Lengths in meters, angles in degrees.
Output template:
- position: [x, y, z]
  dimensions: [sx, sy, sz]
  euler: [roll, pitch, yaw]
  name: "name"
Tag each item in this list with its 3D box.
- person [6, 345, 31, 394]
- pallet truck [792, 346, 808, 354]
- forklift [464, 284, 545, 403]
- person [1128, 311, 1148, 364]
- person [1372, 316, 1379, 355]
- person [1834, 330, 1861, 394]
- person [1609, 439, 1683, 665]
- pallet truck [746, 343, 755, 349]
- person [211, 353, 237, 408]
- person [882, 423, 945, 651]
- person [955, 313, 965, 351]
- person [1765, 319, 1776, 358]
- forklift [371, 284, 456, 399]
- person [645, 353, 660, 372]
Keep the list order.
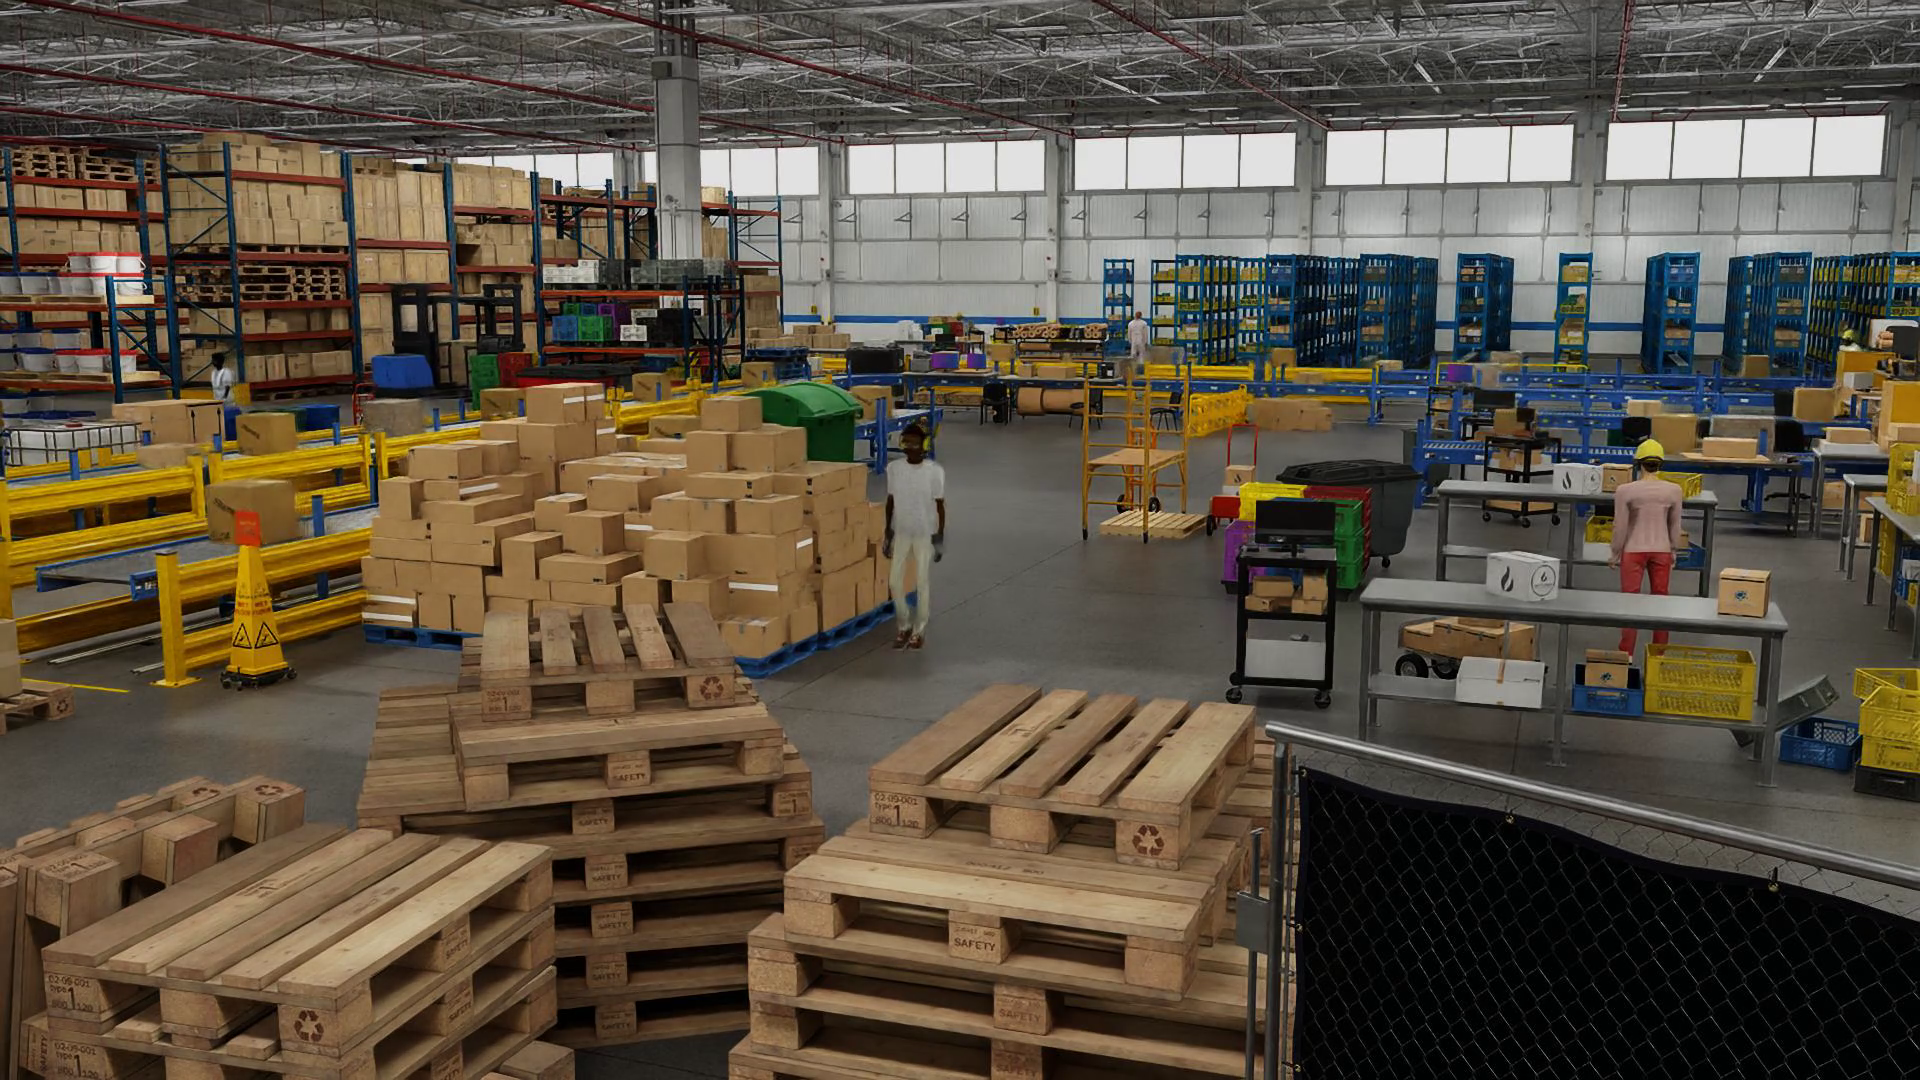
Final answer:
- position: [-18.229, -2.939, 32.292]
  dimensions: [0.548, 1.678, 0.498]
  euler: [2, 9, 14]
  name: "person"
- position: [-3.705, -4.298, 42.022]
  dimensions: [0.653, 1.274, 1.630]
  euler: [3, 10, 20]
  name: "pallet truck"
- position: [-10.832, -4.702, 39.610]
  dimensions: [1.129, 2.768, 1.873]
  euler: [3, 10, 20]
  name: "forklift"
- position: [5.597, -6.205, 52.099]
  dimensions: [0.643, 1.909, 0.410]
  euler: [4, 10, 24]
  name: "person"
- position: [13.176, -6.350, 52.794]
  dimensions: [0.426, 1.980, 0.602]
  euler: [3, 10, 20]
  name: "person"
- position: [19.642, -3.764, 37.052]
  dimensions: [0.683, 1.808, 0.612]
  euler: [-2, 9, -13]
  name: "person"
- position: [5.324, 0.102, 12.938]
  dimensions: [0.523, 1.769, 0.313]
  euler: [0, 9, 3]
  name: "person"
- position: [-6.183, -4.618, 44.264]
  dimensions: [1.601, 1.201, 0.680]
  euler: [-9, 12, -43]
  name: "pallet truck"
- position: [-13.238, -2.555, 29.973]
  dimensions: [0.542, 1.658, 0.871]
  euler: [5, 10, 26]
  name: "person"
- position: [-0.389, -0.012, 13.375]
  dimensions: [0.560, 1.852, 0.528]
  euler: [2, 9, 14]
  name: "person"
- position: [0.031, -7.321, 59.765]
  dimensions: [0.778, 1.683, 0.566]
  euler: [0, 9, -1]
  name: "person"
- position: [22.977, -5.367, 47.192]
  dimensions: [0.956, 1.786, 0.567]
  euler: [3, 10, 20]
  name: "person"
- position: [-13.474, -4.887, 40.772]
  dimensions: [1.129, 2.768, 1.873]
  euler: [3, 10, 20]
  name: "forklift"
- position: [-8.241, -4.897, 44.742]
  dimensions: [0.500, 1.633, 0.281]
  euler: [0, 9, 1]
  name: "person"
